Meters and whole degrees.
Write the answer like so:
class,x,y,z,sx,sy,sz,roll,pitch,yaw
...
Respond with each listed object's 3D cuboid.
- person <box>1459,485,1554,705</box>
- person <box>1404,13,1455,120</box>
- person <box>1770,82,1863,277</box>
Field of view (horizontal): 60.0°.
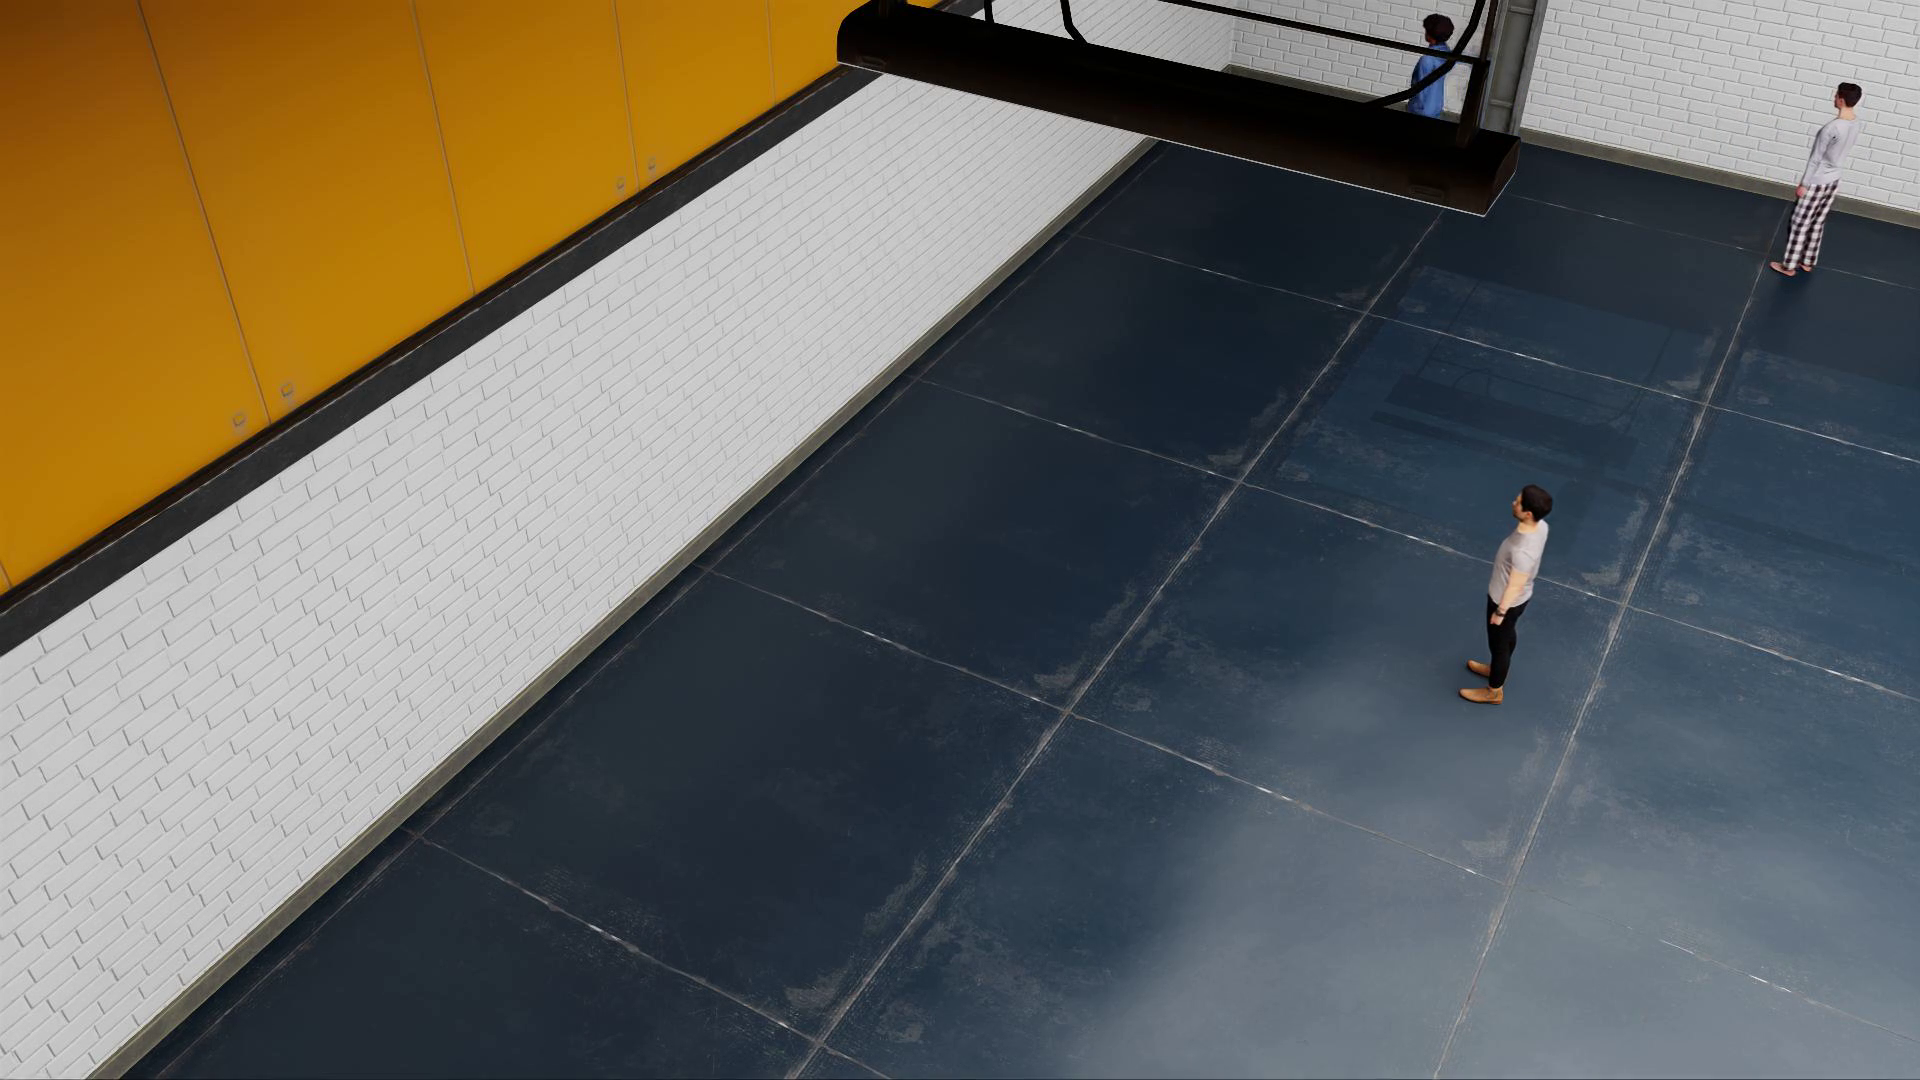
class,x,y,z,sx,sy,sz,roll,pitch,yaw
person,3.587,0.349,10.830,0.528,1.723,0.603,18,42,21
person,4.740,-4.351,16.669,1.171,1.780,0.852,31,48,33
person,7.937,-3.309,15.313,0.695,1.844,0.698,-21,43,-24
